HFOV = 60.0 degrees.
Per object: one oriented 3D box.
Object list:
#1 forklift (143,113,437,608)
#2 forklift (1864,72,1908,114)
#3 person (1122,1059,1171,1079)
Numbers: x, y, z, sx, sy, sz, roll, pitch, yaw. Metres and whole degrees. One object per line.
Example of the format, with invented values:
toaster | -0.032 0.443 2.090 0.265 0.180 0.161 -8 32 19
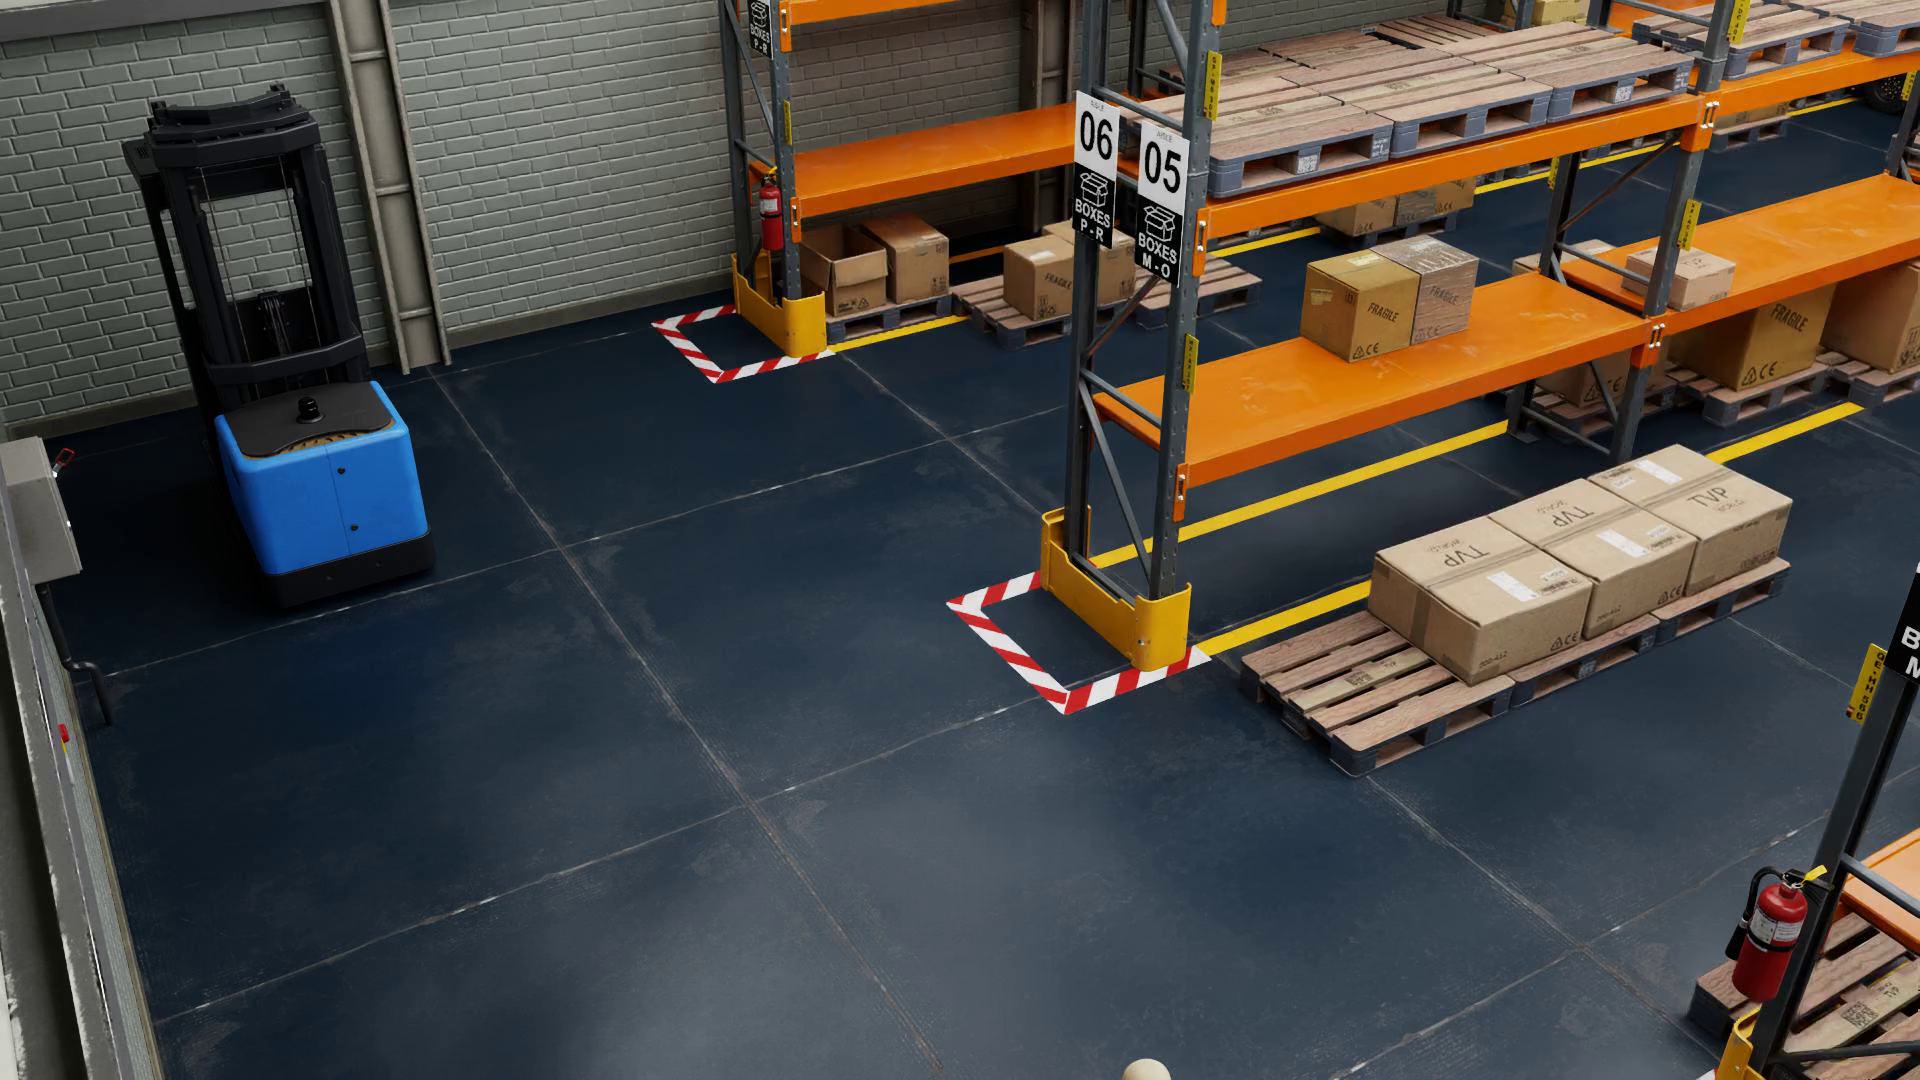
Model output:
forklift | -4.289 -1.259 10.509 1.129 2.768 1.873 -17 36 -26
forklift | 11.468 -5.645 18.244 1.214 2.155 2.313 -17 36 -26
person | 0.570 2.393 5.618 0.587 1.799 0.395 -10 33 -16
